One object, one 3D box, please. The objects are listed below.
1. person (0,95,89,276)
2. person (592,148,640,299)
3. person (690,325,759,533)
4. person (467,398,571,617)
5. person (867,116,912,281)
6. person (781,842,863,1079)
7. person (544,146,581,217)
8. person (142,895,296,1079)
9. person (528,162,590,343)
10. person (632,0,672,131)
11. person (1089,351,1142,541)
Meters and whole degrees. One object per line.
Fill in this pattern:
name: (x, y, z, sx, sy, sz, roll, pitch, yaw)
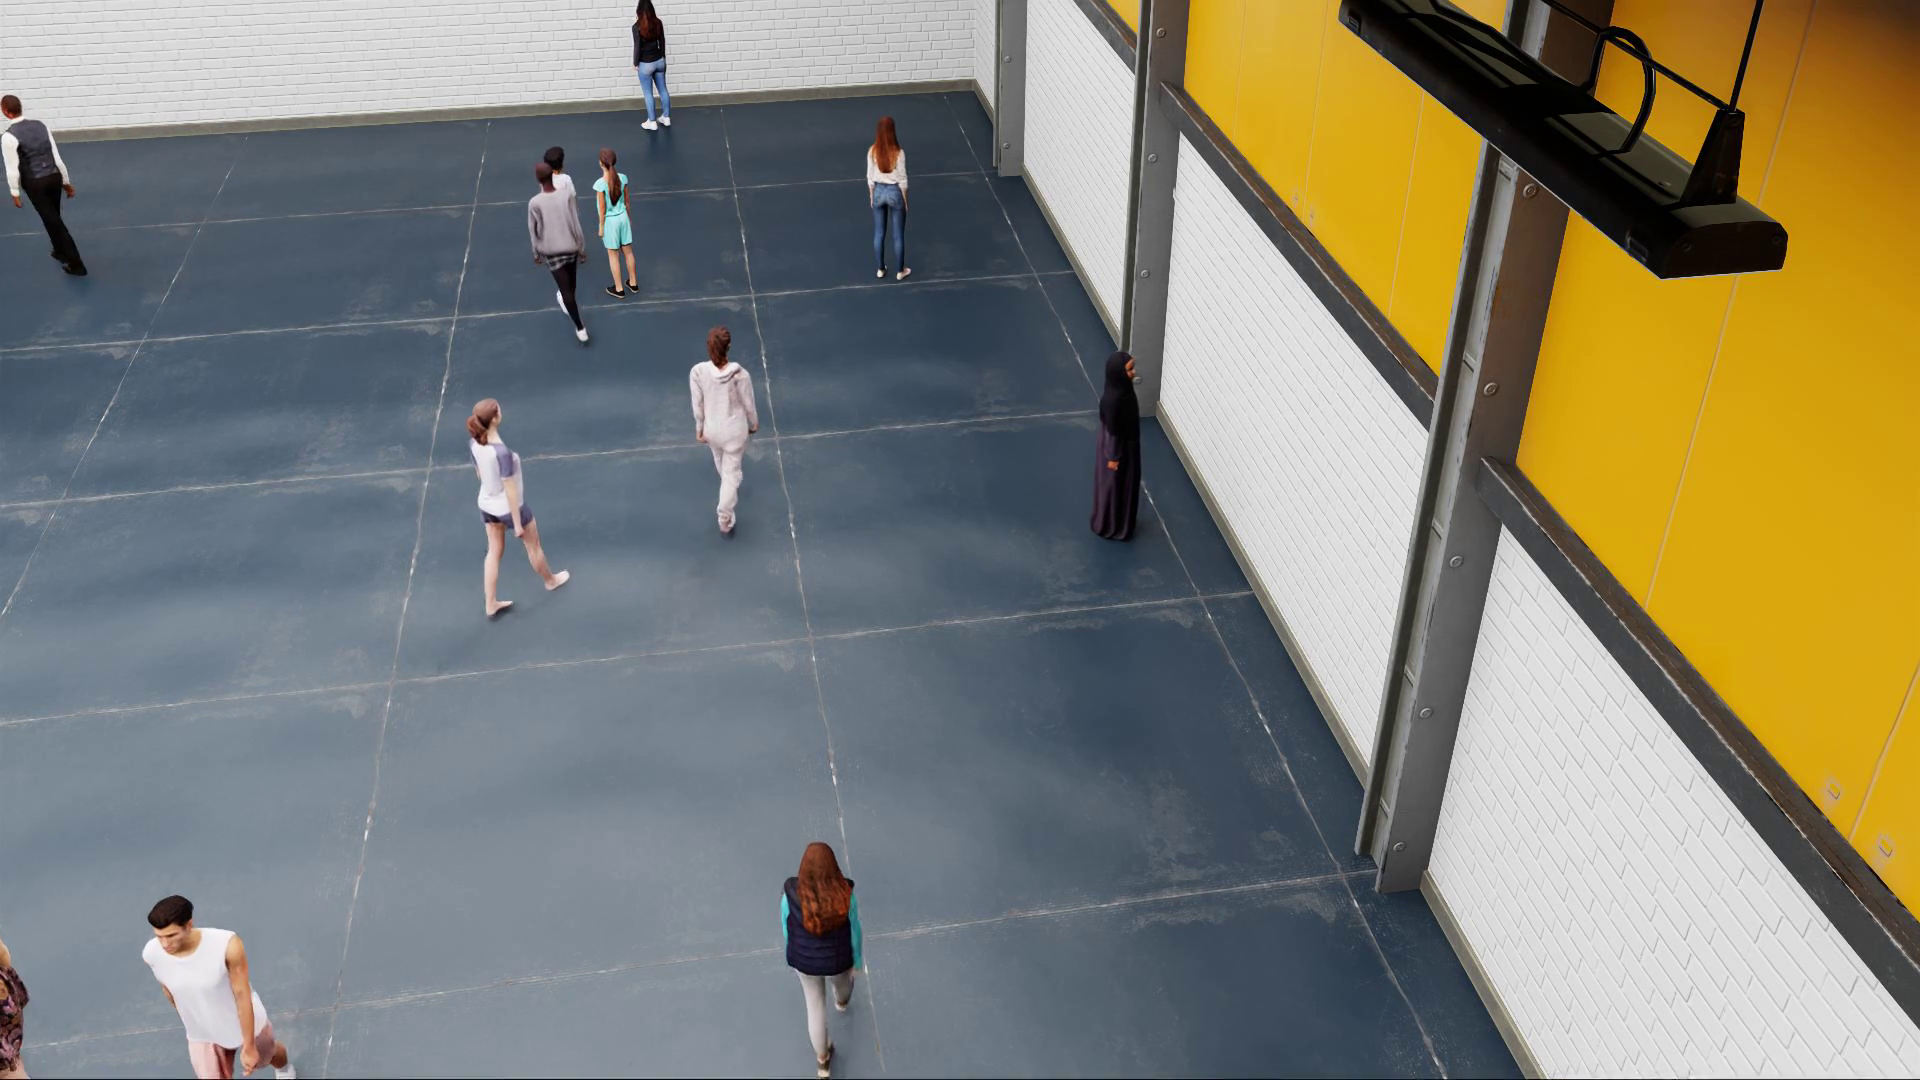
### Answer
person: (-9.409, -3.628, 17.181, 1.082, 1.891, 1.046, 17, 37, 23)
person: (-3.504, -3.227, 16.878, 0.637, 1.558, 0.671, -28, 42, -35)
person: (-1.887, -0.836, 13.206, 0.861, 1.641, 1.154, 5, 34, 7)
person: (-3.403, -0.201, 12.166, 0.958, 1.735, 1.048, 19, 38, 26)
person: (-0.740, -3.534, 17.186, 0.646, 1.728, 0.646, 10, 35, 14)
person: (-0.730, 2.232, 8.737, 0.694, 1.478, 0.935, 1, 34, 1)
person: (-4.236, -3.499, 17.576, 0.696, 1.239, 0.945, 7, 34, 10)
person: (-3.631, 2.353, 8.328, 0.699, 1.730, 1.149, -2, 34, -4)
person: (-3.813, -2.724, 15.965, 0.876, 1.730, 1.218, -15, 36, -21)
person: (-3.903, -6.023, 21.018, 0.723, 1.632, 0.748, -29, 43, -36)
person: (1.238, -0.769, 13.127, 0.781, 1.617, 0.689, 13, 36, 18)
